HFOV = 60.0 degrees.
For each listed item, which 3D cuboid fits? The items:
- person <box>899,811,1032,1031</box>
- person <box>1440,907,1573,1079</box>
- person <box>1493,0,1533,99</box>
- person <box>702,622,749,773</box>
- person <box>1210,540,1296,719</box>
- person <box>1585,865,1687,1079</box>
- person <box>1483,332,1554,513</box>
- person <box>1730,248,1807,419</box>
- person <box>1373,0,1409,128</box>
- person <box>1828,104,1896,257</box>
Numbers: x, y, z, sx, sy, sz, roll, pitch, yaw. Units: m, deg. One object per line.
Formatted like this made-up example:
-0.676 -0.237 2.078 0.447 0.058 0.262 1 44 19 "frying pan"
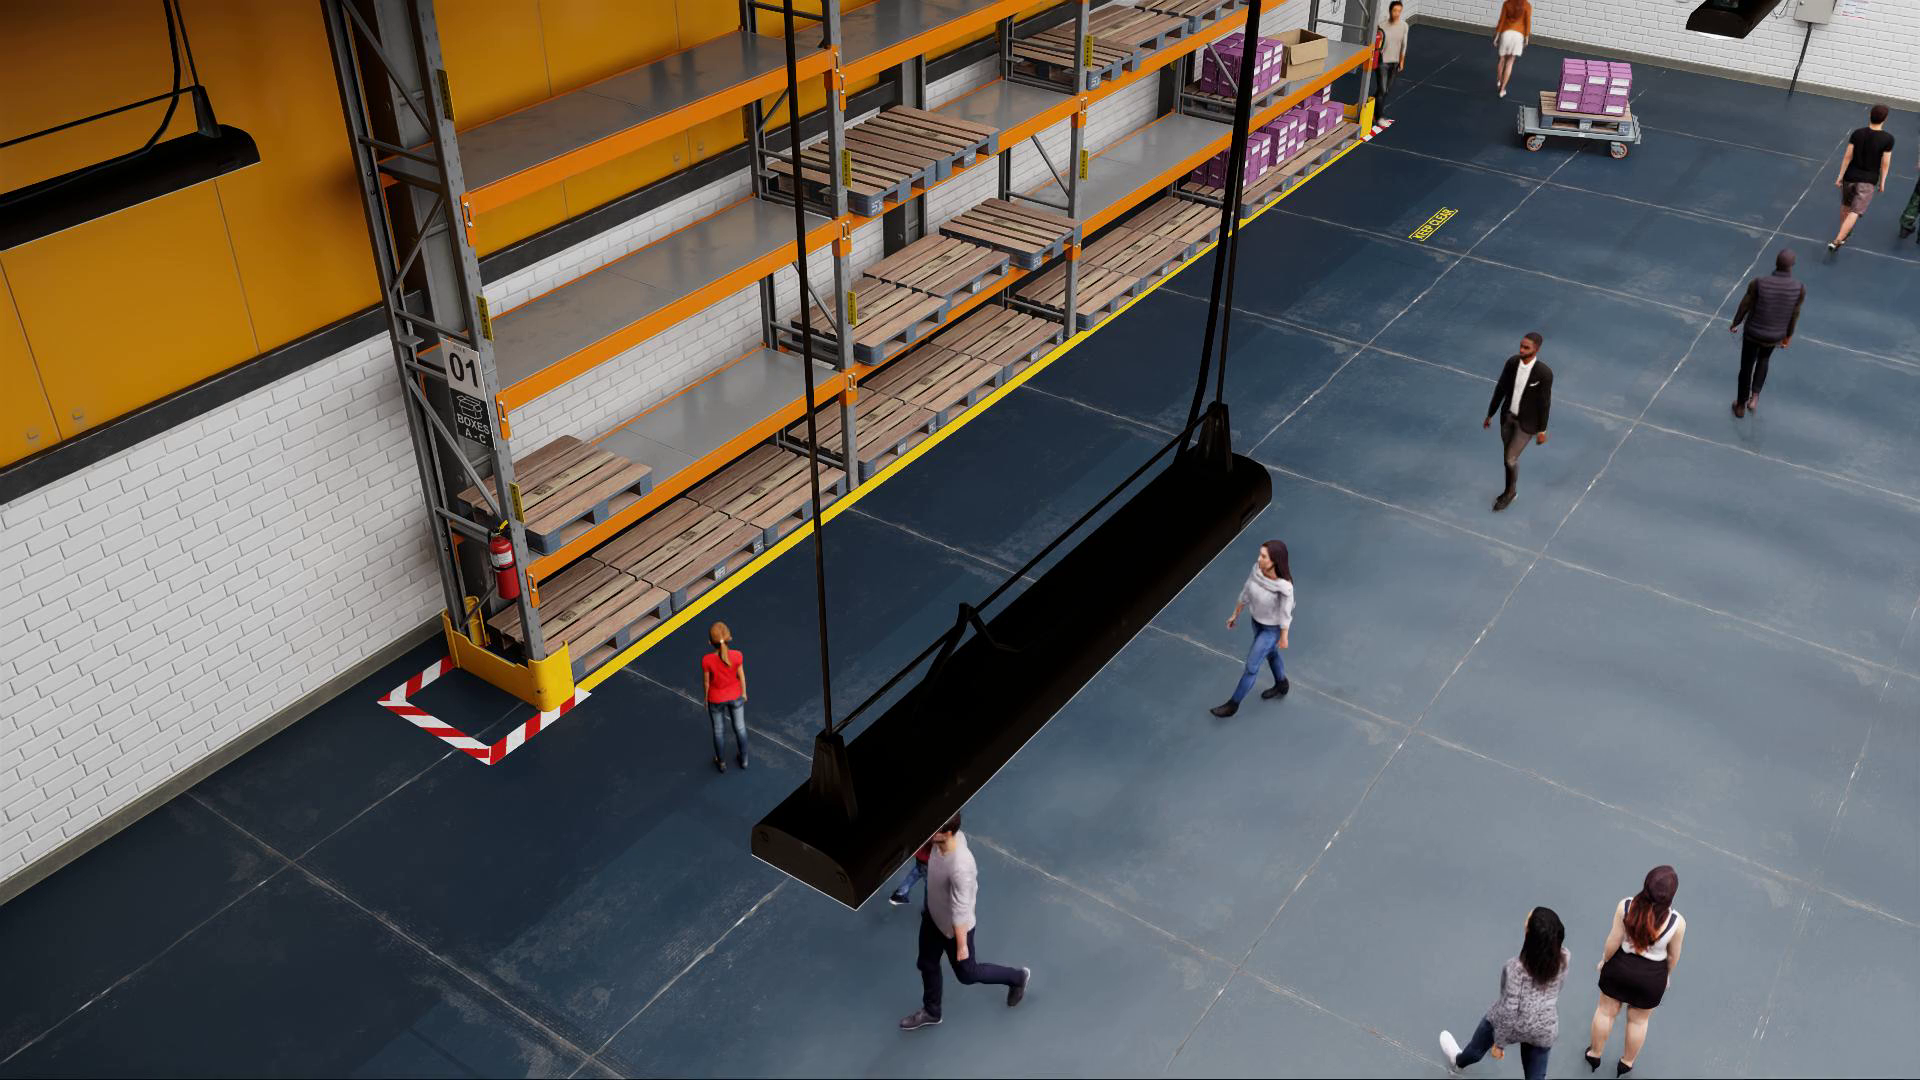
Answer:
0.031 2.313 10.249 1.217 1.810 1.075 -13 36 -19 "person"
3.275 2.867 9.533 1.187 1.679 1.184 -9 35 -13 "person"
8.347 -7.567 25.222 0.719 1.689 0.996 15 36 21 "person"
-1.753 1.177 12.412 0.541 1.307 0.610 -10 35 -15 "person"
2.458 0.661 12.937 1.098 1.586 0.957 -11 35 -16 "person"
4.044 2.590 9.979 0.605 1.647 0.578 13 36 18 "person"
5.253 -1.127 15.444 0.795 1.787 0.797 -22 39 -29 "person"
8.118 -2.056 16.809 0.815 1.825 0.806 7 34 10 "person"
6.204 -7.000 24.285 1.045 1.782 1.134 -1 34 -1 "person"
10.954 -4.361 20.269 0.789 1.833 1.229 28 42 35 "person"
